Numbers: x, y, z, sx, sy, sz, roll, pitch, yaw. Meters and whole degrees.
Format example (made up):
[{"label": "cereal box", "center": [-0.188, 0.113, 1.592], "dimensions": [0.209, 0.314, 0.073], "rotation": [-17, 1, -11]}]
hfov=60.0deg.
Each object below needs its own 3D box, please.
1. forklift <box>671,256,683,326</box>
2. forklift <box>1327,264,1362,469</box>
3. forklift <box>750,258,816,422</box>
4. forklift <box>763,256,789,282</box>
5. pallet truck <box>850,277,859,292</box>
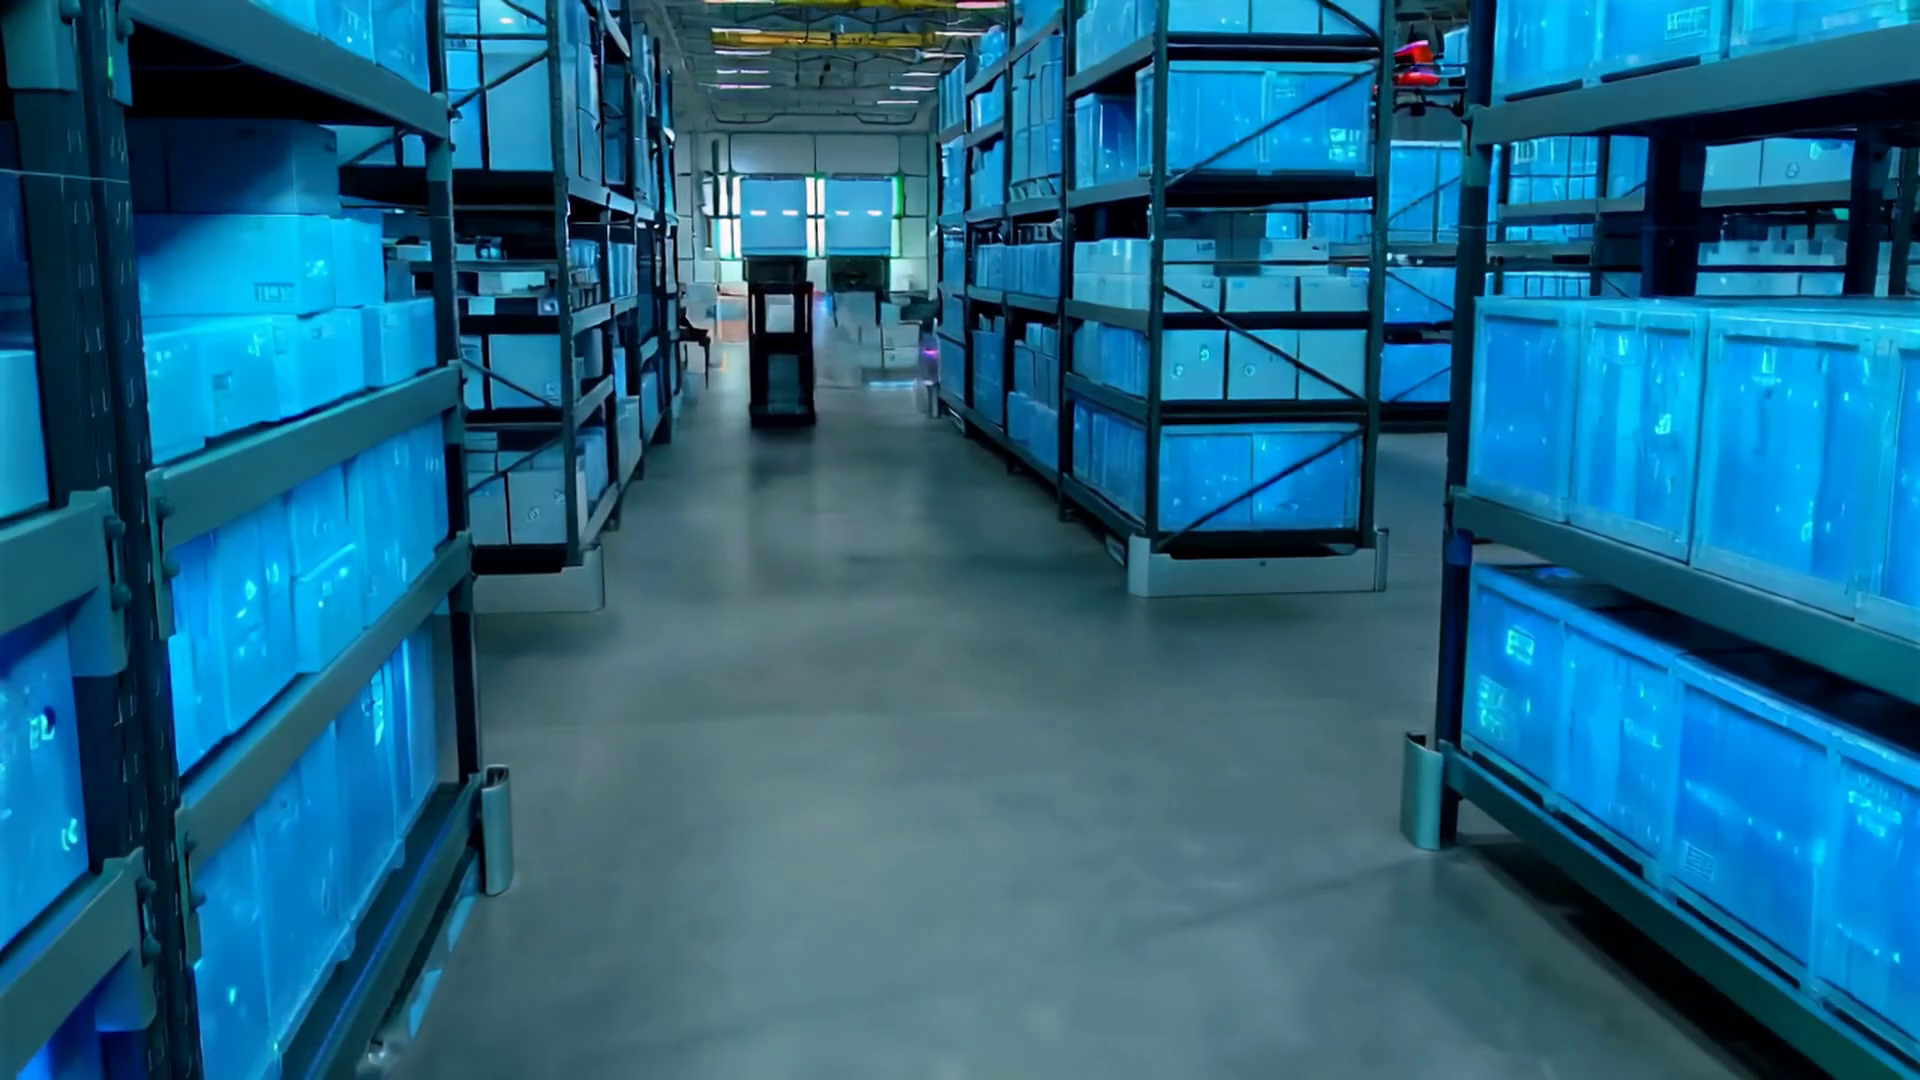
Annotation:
[{"label": "forklift", "center": [-11.356, -9.574, 64.303], "dimensions": [1.129, 2.768, 1.873], "rotation": [-1, 10, -7]}, {"label": "forklift", "center": [4.428, -2.248, 21.651], "dimensions": [1.129, 2.768, 1.873], "rotation": [6, 12, 33]}, {"label": "forklift", "center": [-3.136, -3.528, 29.105], "dimensions": [1.129, 2.768, 1.873], "rotation": [-1, 10, -7]}, {"label": "forklift", "center": [-6.697, -8.975, 60.817], "dimensions": [1.129, 2.768, 1.873], "rotation": [-7, 12, -34]}, {"label": "pallet truck", "center": [-3.782, -9.391, 65.808], "dimensions": [1.885, 1.965, 0.823], "rotation": [2, 10, 10]}]
